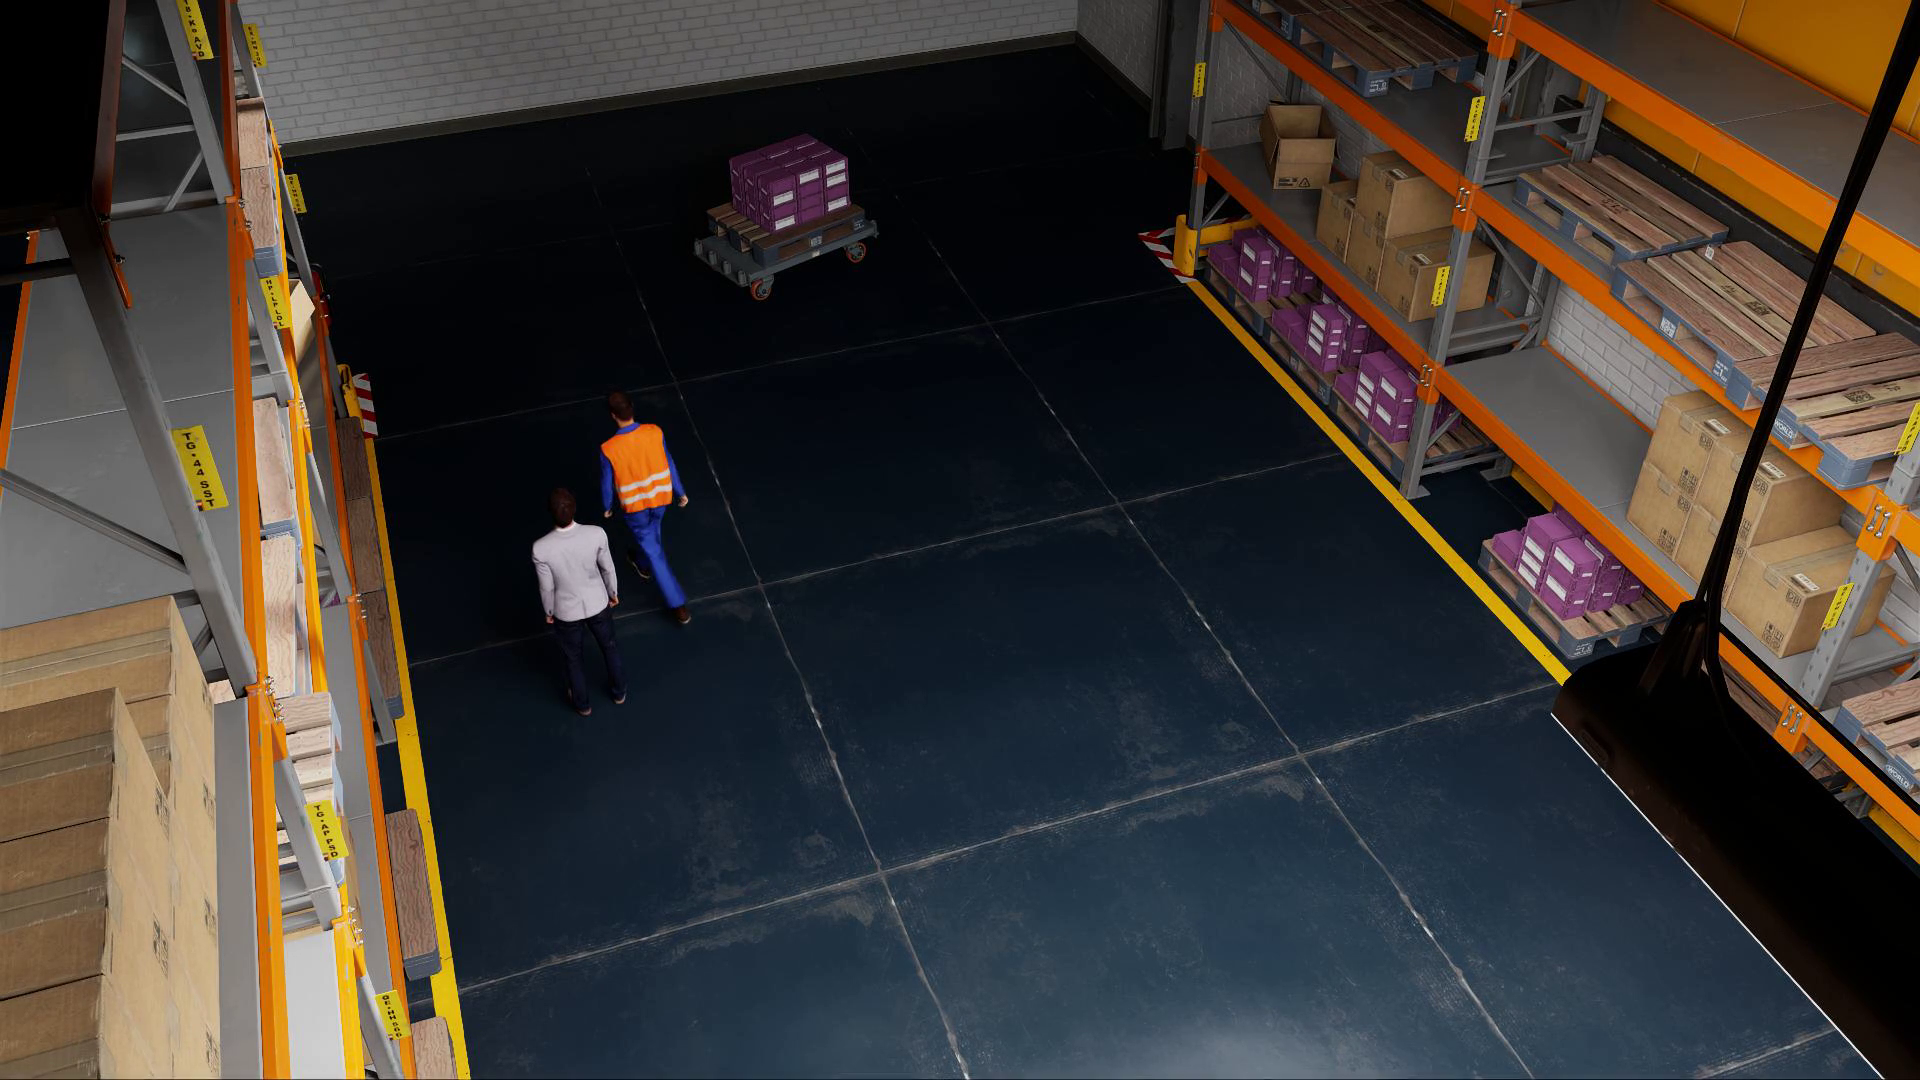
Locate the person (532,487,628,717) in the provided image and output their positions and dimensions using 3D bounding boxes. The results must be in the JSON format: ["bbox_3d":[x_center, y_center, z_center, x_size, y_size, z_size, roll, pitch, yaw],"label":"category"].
[{"bbox_3d":[-2.547,0.417,11.154,0.693,1.853,0.597,-17,41,-20],"label":"person"}]

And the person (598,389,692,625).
[{"bbox_3d":[-2.234,-0.193,11.954,0.982,1.806,1.319,-23,44,-26],"label":"person"}]
